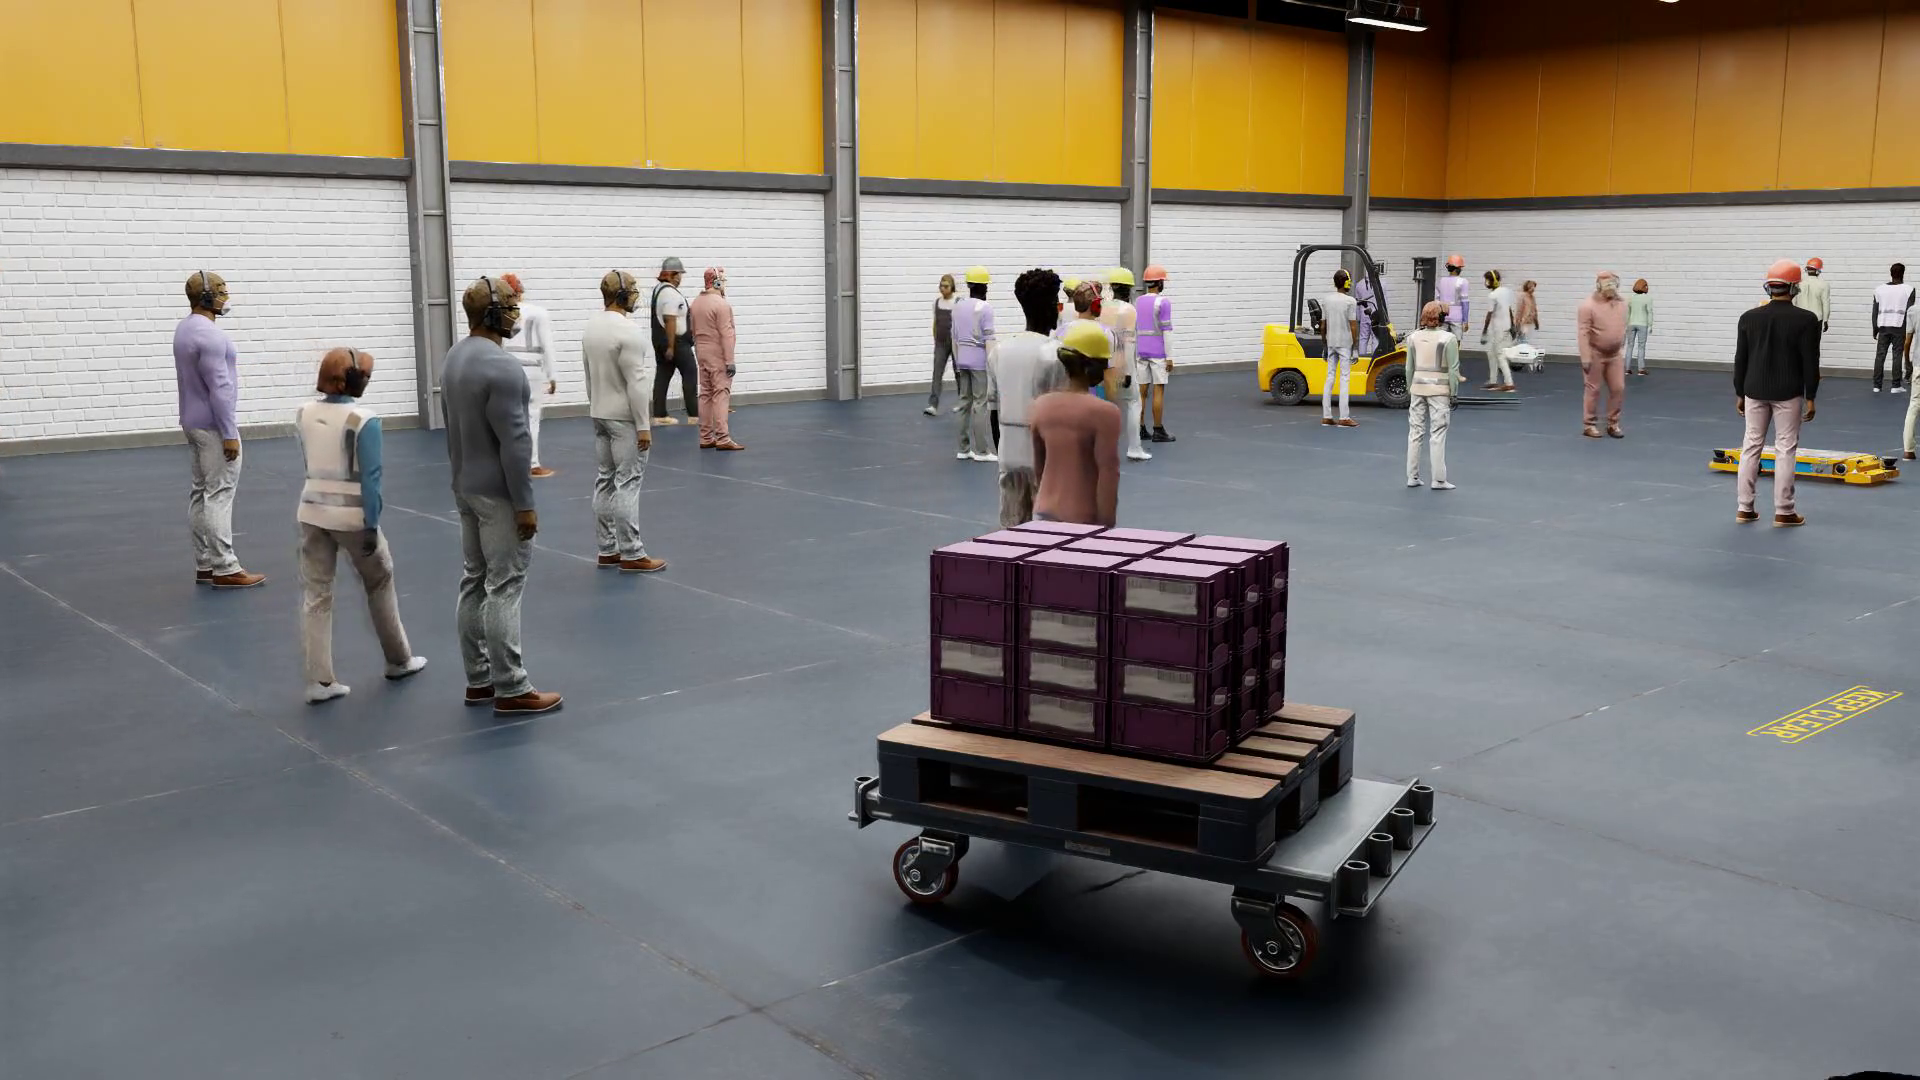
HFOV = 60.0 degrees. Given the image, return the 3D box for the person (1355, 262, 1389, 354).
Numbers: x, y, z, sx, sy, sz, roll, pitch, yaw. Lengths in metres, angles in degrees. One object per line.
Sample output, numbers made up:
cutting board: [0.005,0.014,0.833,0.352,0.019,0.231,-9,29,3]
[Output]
person: [7.257,-3.910,29.228,0.408,1.908,0.641,-9,13,-41]

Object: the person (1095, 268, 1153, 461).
person: [1.600,-1.712,16.368,0.755,1.899,0.586,-9,13,-41]

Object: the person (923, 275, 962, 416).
person: [-0.148,-2.480,21.220,0.525,1.786,0.983,5,11,25]

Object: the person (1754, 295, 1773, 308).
person: [11.262,-2.758,23.083,0.318,1.700,0.535,-9,13,-41]

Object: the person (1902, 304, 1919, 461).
person: [9.552,-1.694,16.359,0.328,1.872,0.514,-9,13,-41]

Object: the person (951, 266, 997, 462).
person: [0.160,-1.730,16.404,0.369,1.927,0.587,-9,13,-41]

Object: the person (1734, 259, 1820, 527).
person: [6.122,-1.096,12.482,0.375,1.997,0.611,-9,13,-41]

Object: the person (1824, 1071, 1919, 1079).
person: [0.660,0.949,0.836,0.630,1.904,0.821,6,11,31]

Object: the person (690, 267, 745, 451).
person: [-2.534,-1.885,17.370,0.408,1.908,0.641,-9,13,-41]

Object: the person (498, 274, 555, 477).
person: [-4.011,-1.476,15.129,0.630,1.860,0.389,2,10,10]

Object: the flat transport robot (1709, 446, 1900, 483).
flat transport robot: [7.737,-0.709,15.266,0.652,0.197,1.431,-8,13,-41]

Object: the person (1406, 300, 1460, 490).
person: [4.092,-1.251,14.438,0.308,1.641,0.514,-9,13,-41]

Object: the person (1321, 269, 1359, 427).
person: [4.523,-2.277,19.770,0.328,1.872,0.514,-9,13,-41]

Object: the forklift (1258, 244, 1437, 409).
forklift: [5.256,-2.933,22.661,2.313,2.155,1.214,3,10,16]

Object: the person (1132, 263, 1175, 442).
person: [2.117,-2.036,18.149,0.353,1.942,0.545,-9,13,-41]

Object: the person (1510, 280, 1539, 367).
person: [10.229,-3.923,30.224,0.814,1.597,0.570,9,13,42]

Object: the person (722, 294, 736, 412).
person: [-3.147,-2.474,21.615,0.281,1.633,0.500,-9,13,-41]

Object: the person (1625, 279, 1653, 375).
person: [11.589,-3.635,28.411,0.281,1.633,0.500,-9,13,-41]

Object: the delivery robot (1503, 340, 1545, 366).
delivery robot: [9.774,-3.223,28.882,0.477,0.478,0.707,-9,13,-41]

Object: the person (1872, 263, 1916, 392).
person: [13.876,-3.152,24.747,0.392,1.922,0.591,-9,13,-41]

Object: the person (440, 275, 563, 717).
person: [-2.051,-0.190,7.351,0.372,1.940,0.630,-9,13,-41]

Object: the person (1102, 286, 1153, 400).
person: [2.224,-2.732,22.667,0.899,1.784,0.617,-6,12,-33]

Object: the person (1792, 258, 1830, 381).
person: [13.797,-3.574,26.999,0.381,1.995,0.611,-9,13,-41]

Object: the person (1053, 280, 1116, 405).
person: [0.884,-0.904,11.792,0.390,1.850,0.565,-9,13,-41]

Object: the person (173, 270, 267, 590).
person: [-4.545,-0.665,10.133,0.372,1.940,0.630,-9,13,-41]

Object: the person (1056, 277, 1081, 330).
person: [1.387,-2.330,20.376,0.308,1.772,0.525,-9,13,-41]

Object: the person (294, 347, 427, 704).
person: [-2.793,-0.088,7.712,0.506,1.601,0.784,3,10,19]

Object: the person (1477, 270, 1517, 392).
person: [7.993,-3.114,24.818,0.685,1.812,0.607,8,12,37]

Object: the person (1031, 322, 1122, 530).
person: [0.565,-0.107,7.471,0.543,1.722,0.881,9,13,42]

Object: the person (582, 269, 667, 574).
person: [-2.167,-0.751,10.638,0.372,1.940,0.630,-9,13,-41]

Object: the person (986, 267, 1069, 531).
person: [0.395,-0.387,8.424,0.367,1.966,0.607,-9,13,-41]

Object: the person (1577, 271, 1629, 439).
person: [7.107,-2.043,18.436,0.673,1.857,0.597,-2,10,-12]

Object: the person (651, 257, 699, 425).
person: [-3.337,-2.383,19.893,0.809,2.000,0.694,-6,11,-30]

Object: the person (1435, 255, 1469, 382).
person: [7.927,-3.559,26.772,0.377,2.044,0.607,-9,13,-41]
